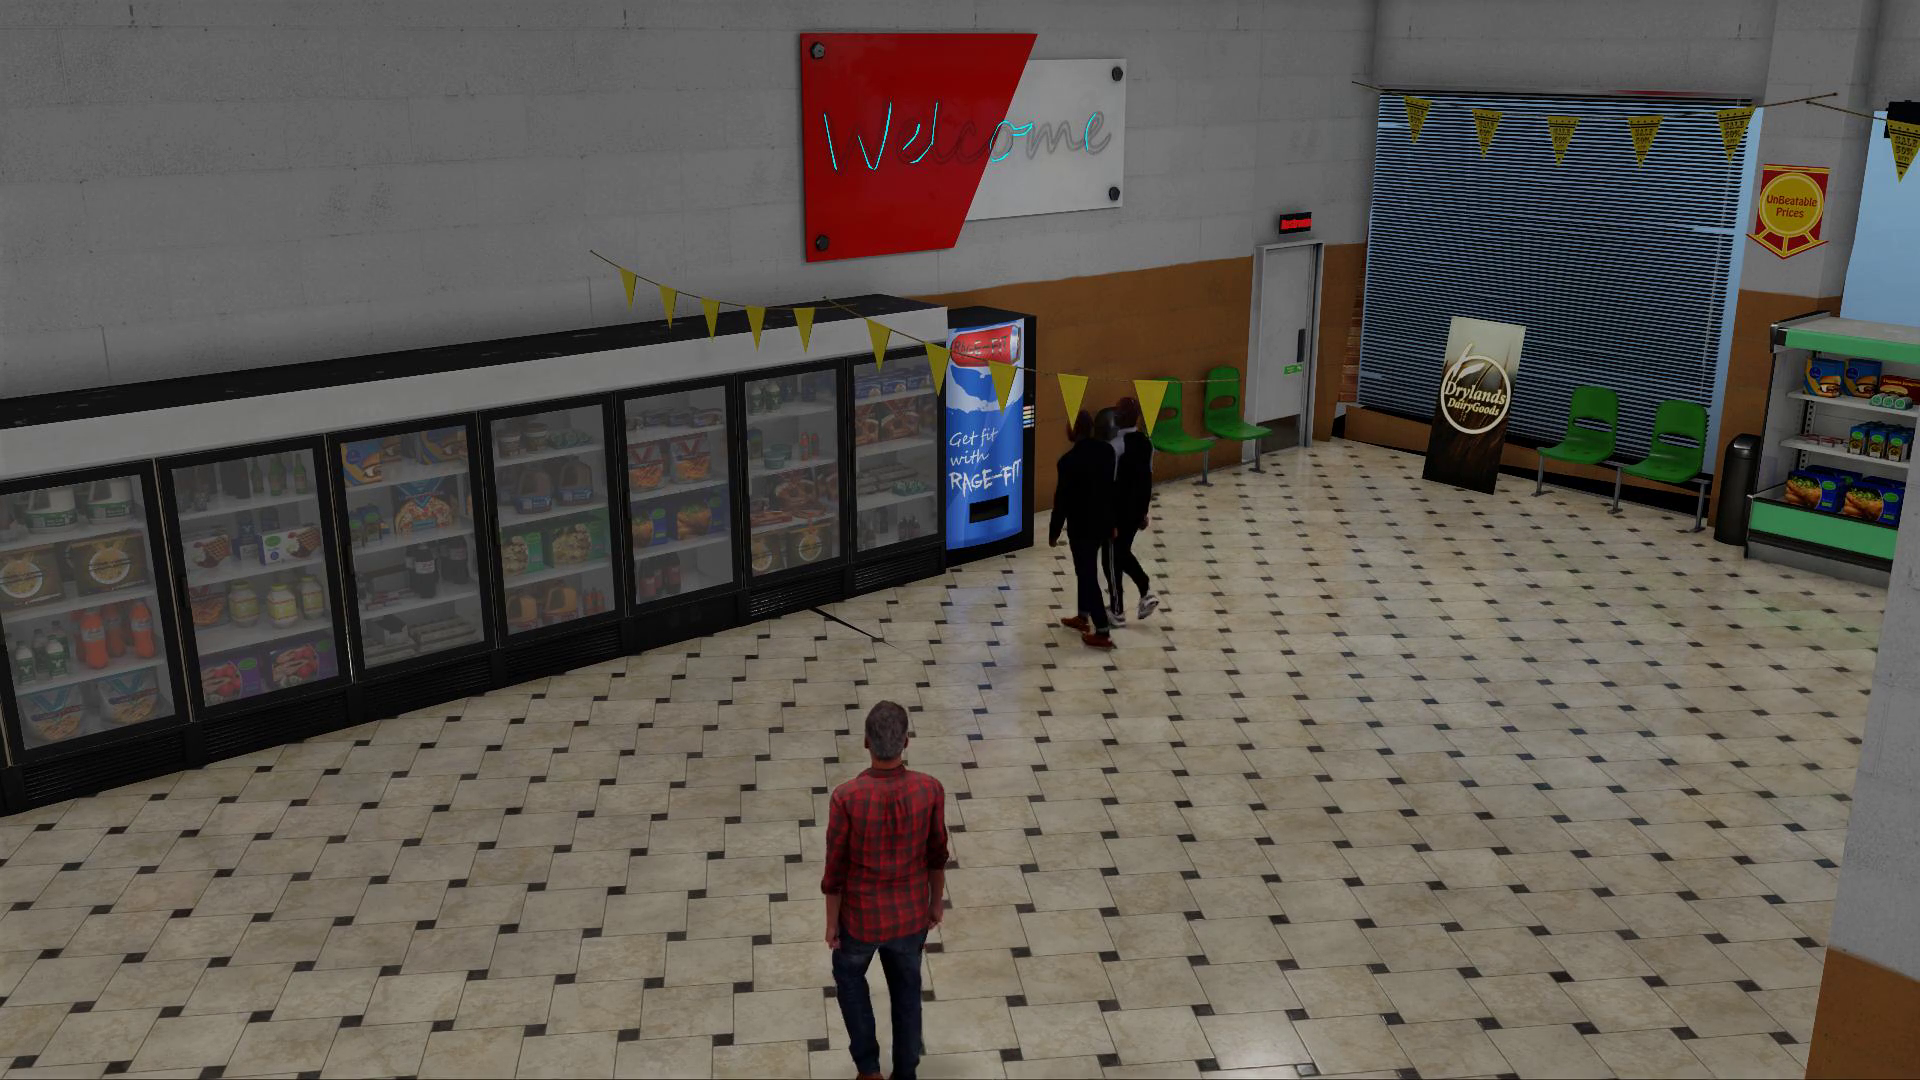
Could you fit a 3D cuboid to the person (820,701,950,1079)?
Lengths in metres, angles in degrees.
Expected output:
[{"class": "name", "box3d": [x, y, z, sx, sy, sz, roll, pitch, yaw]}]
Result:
[{"class": "person", "box3d": [-0.296, 1.580, 6.881, 0.828, 1.818, 0.834, -4, 17, -14]}]

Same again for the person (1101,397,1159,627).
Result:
[{"class": "person", "box3d": [1.308, -0.189, 12.721, 0.690, 1.809, 0.775, -16, 23, -42]}]

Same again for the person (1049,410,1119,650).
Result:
[{"class": "person", "box3d": [1.014, -0.045, 12.277, 0.758, 1.792, 0.859, -15, 23, -41]}]
